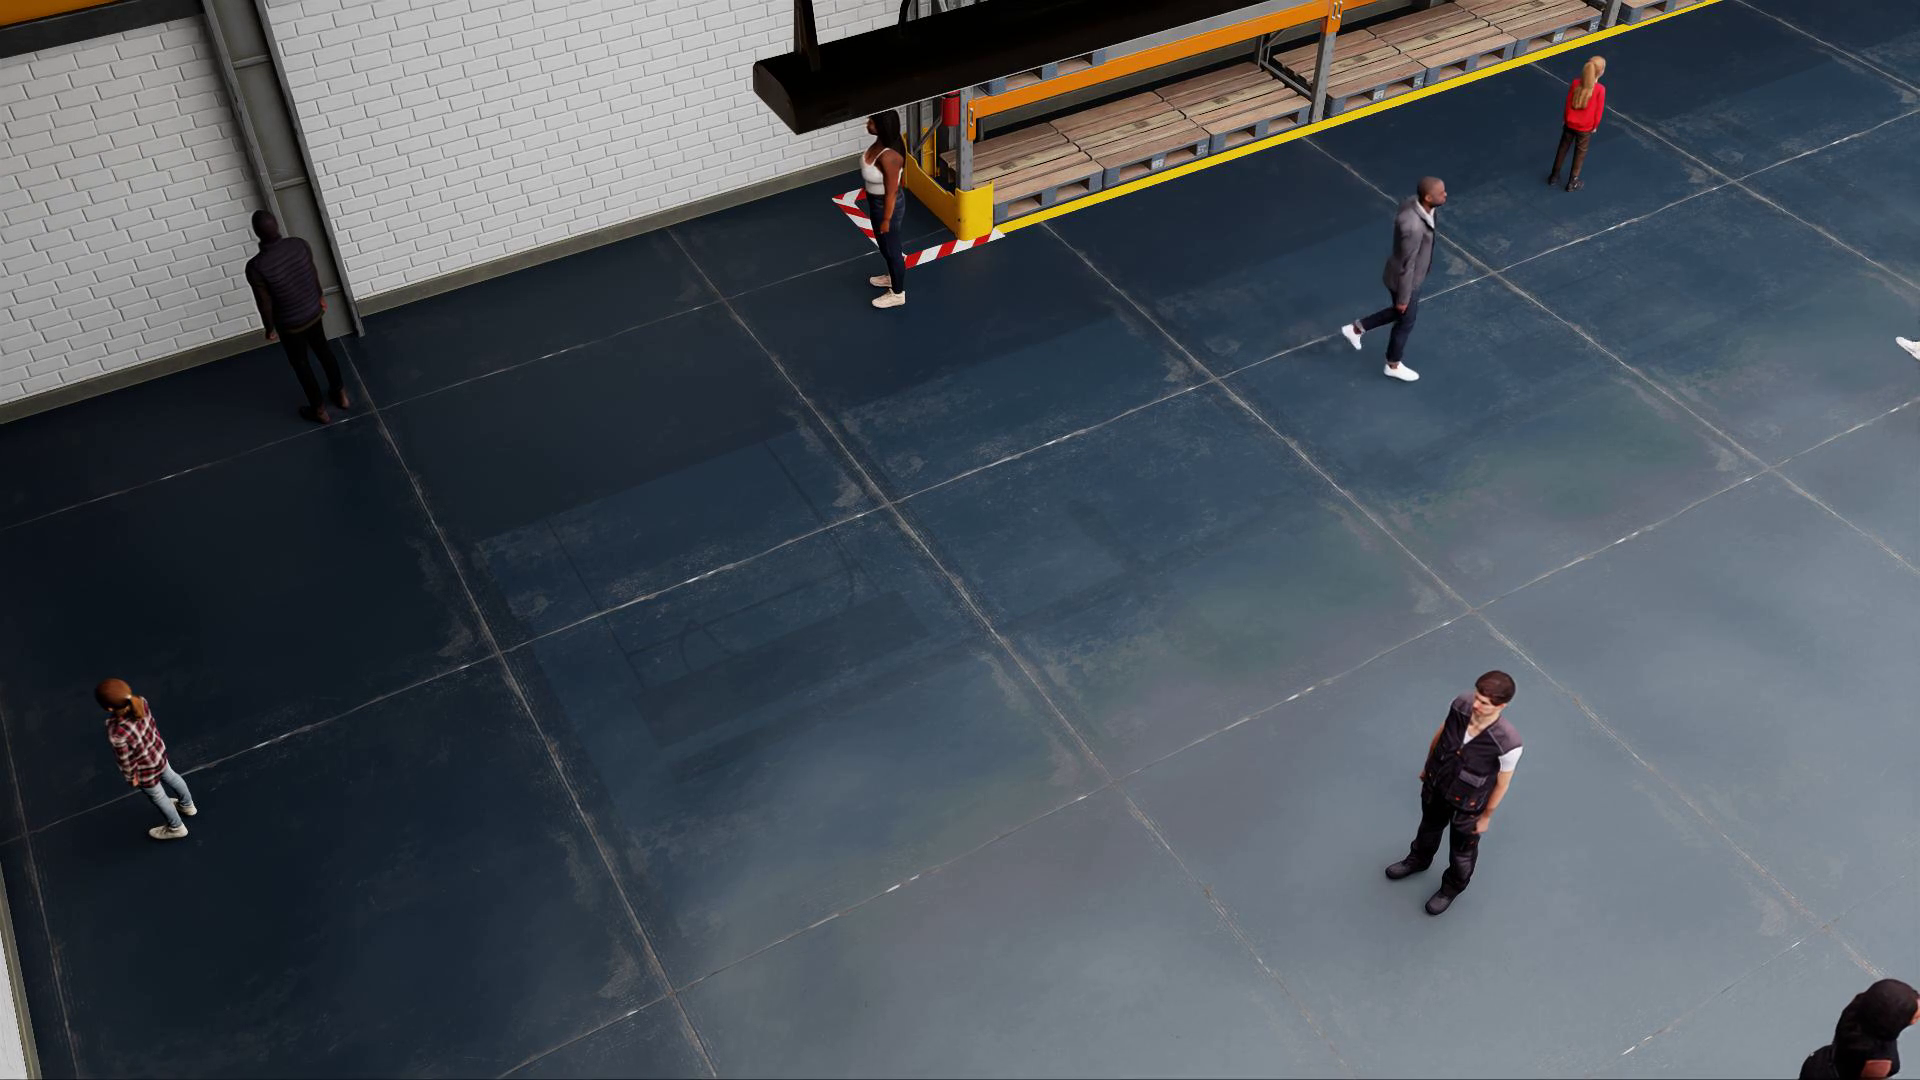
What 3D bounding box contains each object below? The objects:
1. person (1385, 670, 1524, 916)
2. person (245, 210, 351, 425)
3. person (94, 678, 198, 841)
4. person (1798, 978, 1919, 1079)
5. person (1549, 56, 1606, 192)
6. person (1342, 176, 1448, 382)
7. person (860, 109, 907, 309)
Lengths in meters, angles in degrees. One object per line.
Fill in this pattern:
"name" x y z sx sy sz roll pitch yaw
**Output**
"person" 2.804 1.379 9.287 0.581 1.849 0.659 -26 49 -24
"person" -4.994 -1.688 12.515 0.829 1.836 0.674 26 50 25
"person" -4.797 1.270 9.794 0.670 1.307 0.625 3 44 3
"person" 4.219 2.647 8.034 0.732 1.740 0.681 8 44 9
"person" 5.637 -3.796 15.129 0.553 1.282 0.578 32 52 29
"person" 3.370 -2.044 12.912 1.070 1.804 1.026 15 46 15
"person" -0.587 -2.752 13.652 0.745 1.810 0.733 -3 44 -3
